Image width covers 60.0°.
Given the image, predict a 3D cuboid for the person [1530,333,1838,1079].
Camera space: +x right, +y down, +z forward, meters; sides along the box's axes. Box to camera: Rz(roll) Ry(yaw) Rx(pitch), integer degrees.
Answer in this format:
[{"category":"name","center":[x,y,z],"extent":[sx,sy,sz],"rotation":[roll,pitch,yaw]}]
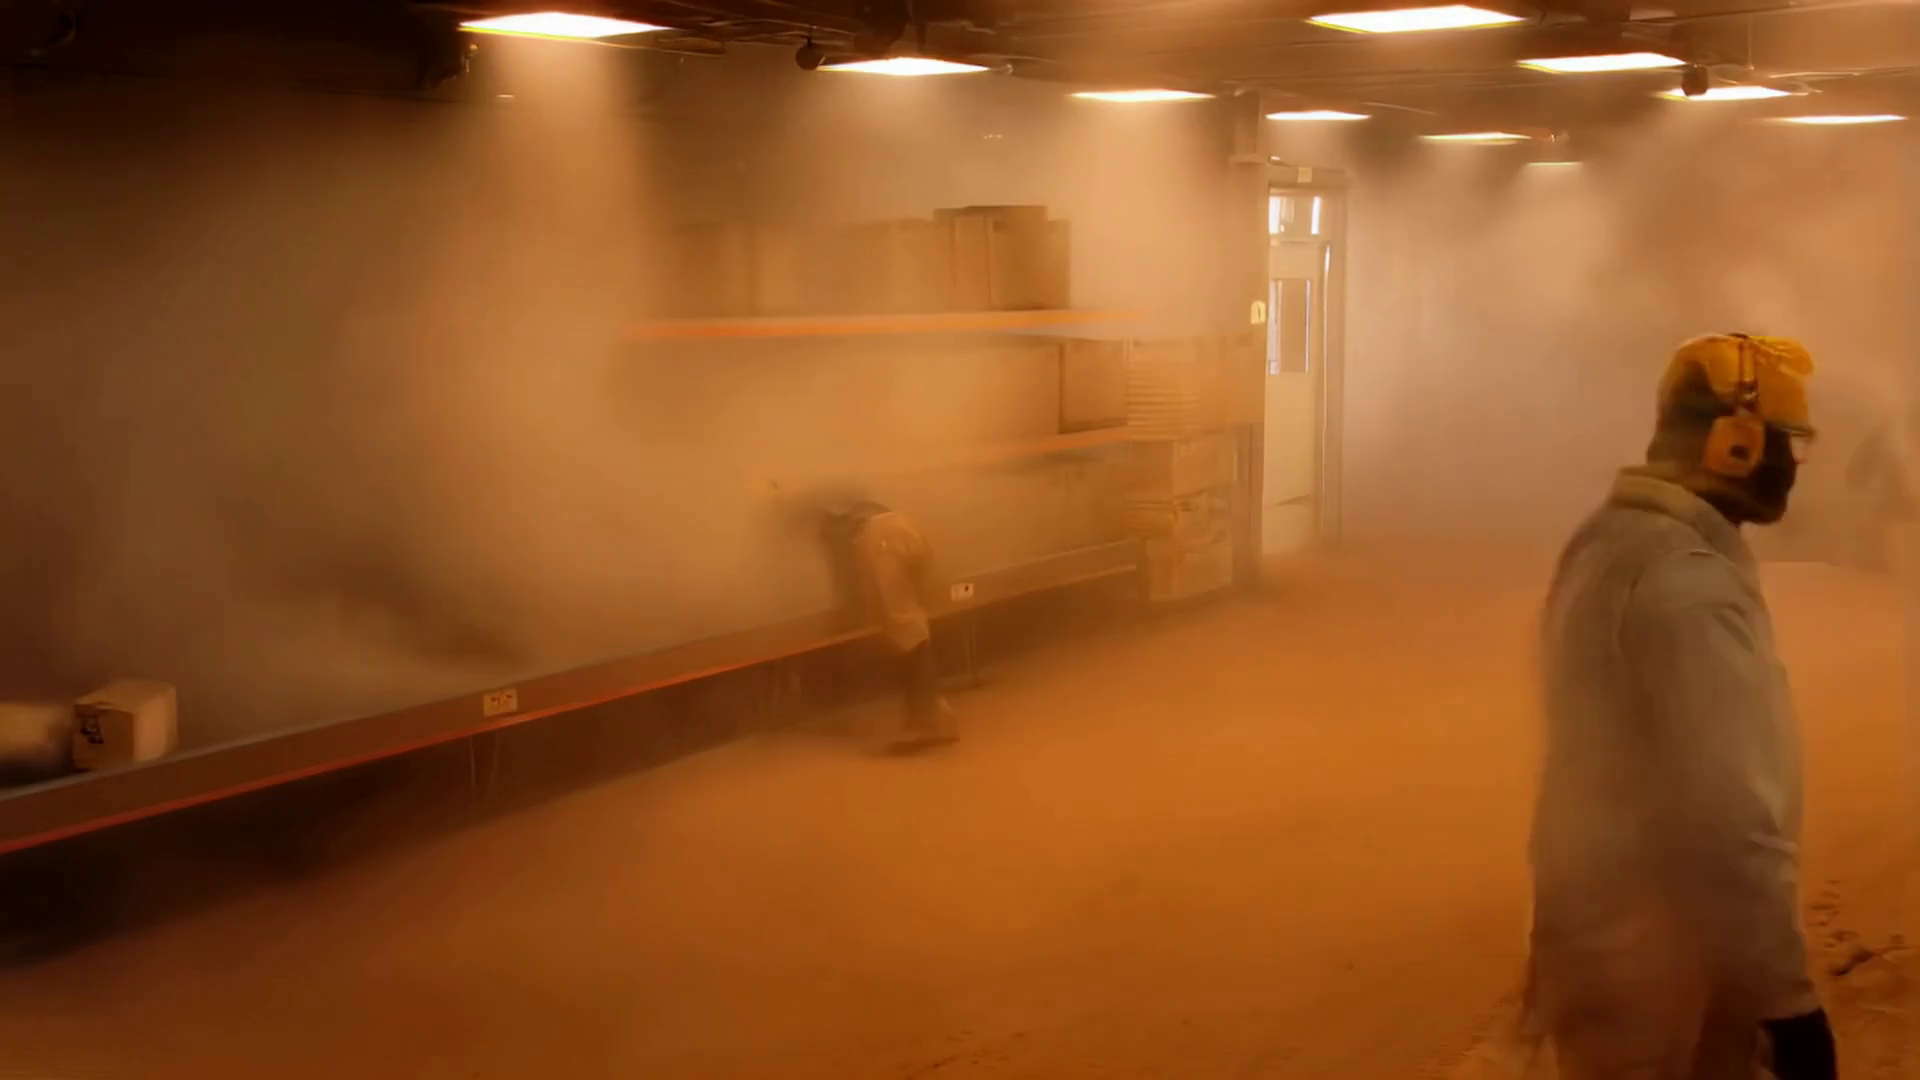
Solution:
[{"category":"person","center":[1.186,0.617,2.691],"extent":[0.614,1.881,0.635],"rotation":[3,10,17]}]
